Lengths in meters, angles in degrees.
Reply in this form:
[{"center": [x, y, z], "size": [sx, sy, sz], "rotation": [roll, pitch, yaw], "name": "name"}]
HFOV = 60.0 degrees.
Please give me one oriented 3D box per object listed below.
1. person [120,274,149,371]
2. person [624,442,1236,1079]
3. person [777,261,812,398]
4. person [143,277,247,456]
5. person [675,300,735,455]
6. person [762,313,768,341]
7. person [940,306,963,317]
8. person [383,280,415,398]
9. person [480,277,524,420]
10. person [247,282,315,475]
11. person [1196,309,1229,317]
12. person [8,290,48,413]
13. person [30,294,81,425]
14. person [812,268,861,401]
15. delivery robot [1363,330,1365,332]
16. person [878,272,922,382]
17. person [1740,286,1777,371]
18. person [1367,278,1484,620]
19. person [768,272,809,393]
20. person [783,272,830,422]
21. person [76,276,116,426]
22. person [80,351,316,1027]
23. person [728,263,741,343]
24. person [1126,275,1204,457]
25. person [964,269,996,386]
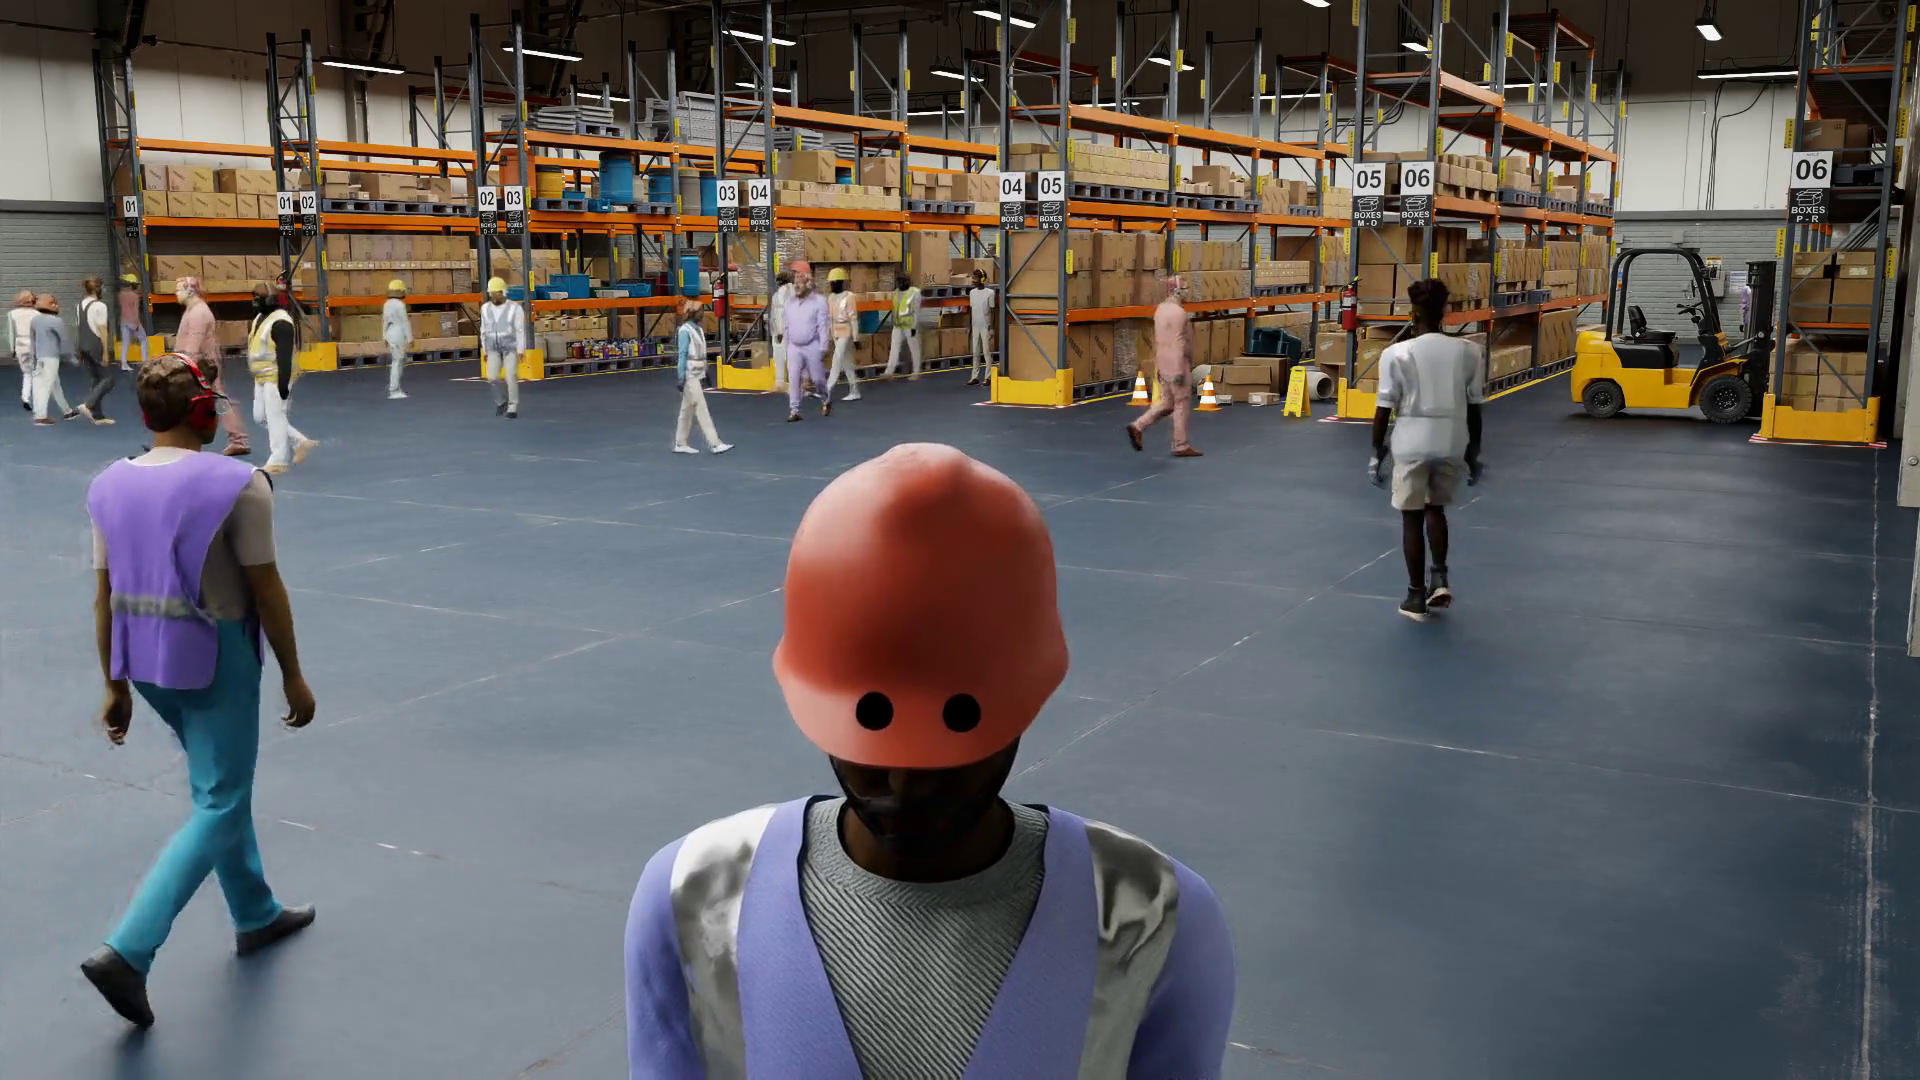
[{"center": [-14.940, -3.935, 30.154], "size": [0.544, 1.740, 0.739], "rotation": [5, 11, 28], "name": "person"}, {"center": [-0.036, 0.870, 1.475], "size": [0.542, 1.929, 0.368], "rotation": [0, 10, 2], "name": "person"}, {"center": [-2.315, -3.078, 24.387], "size": [0.868, 1.994, 0.608], "rotation": [8, 12, 38], "name": "person"}, {"center": [-7.879, -1.761, 17.077], "size": [0.989, 1.853, 0.657], "rotation": [-5, 11, -29], "name": "person"}, {"center": [-2.679, -1.681, 17.350], "size": [0.749, 1.607, 0.544], "rotation": [1, 10, 8], "name": "person"}, {"center": [-3.414, -4.135, 30.965], "size": [0.502, 1.871, 0.581], "rotation": [-8, 13, -40], "name": "person"}, {"center": [-0.168, -4.829, 34.831], "size": [0.627, 1.934, 0.372], "rotation": [6, 11, 31], "name": "person"}, {"center": [-8.217, -2.936, 24.363], "size": [0.502, 1.729, 0.492], "rotation": [9, 13, 43], "name": "person"}, {"center": [-5.789, -2.416, 21.044], "size": [0.614, 1.812, 0.426], "rotation": [1, 10, 6], "name": "person"}, {"center": [-6.488, -1.530, 15.811], "size": [0.532, 1.830, 0.645], "rotation": [-8, 13, -39], "name": "person"}, {"center": [5.099, -4.582, 33.593], "size": [0.607, 1.858, 1.038], "rotation": [8, 12, 39], "name": "person"}, {"center": [-12.286, -2.490, 22.030], "size": [0.537, 1.623, 0.381], "rotation": [0, 10, 0], "name": "person"}, {"center": [-11.219, -2.237, 20.655], "size": [0.517, 1.597, 0.829], "rotation": [4, 11, 25], "name": "person"}, {"center": [-1.792, -2.896, 23.612], "size": [0.938, 1.885, 0.613], "rotation": [-7, 12, -34], "name": "person"}, {"center": [8.963, -4.679, 37.704], "size": [0.707, 0.478, 0.477], "rotation": [0, 10, -3], "name": "delivery robot"}, {"center": [-0.951, -3.494, 27.388], "size": [0.647, 1.794, 0.933], "rotation": [7, 12, 35], "name": "person"}, {"center": [13.811, -3.789, 28.797], "size": [0.590, 1.922, 0.388], "rotation": [1, 10, 9], "name": "person"}, {"center": [2.666, -0.518, 9.533], "size": [0.643, 1.945, 0.449], "rotation": [-1, 10, -8], "name": "person"}, {"center": [-2.636, -3.132, 25.183], "size": [0.649, 1.828, 0.549], "rotation": [9, 13, 43], "name": "person"}, {"center": [-1.930, -2.449, 21.057], "size": [0.648, 1.879, 0.804], "rotation": [3, 10, 16], "name": "person"}, {"center": [-10.535, -2.276, 20.181], "size": [0.525, 1.827, 0.494], "rotation": [5, 11, 25], "name": "person"}, {"center": [-2.171, 0.385, 4.650], "size": [0.566, 1.821, 0.858], "rotation": [4, 10, 22], "name": "person"}, {"center": [-5.449, -5.625, 39.570], "size": [0.544, 1.914, 0.495], "rotation": [5, 11, 25], "name": "person"}, {"center": [2.145, -1.788, 17.164], "size": [0.709, 1.887, 0.650], "rotation": [-2, 10, -9], "name": "person"}, {"center": [0.334, -3.385, 26.593], "size": [0.521, 1.860, 0.334], "rotation": [7, 12, 37], "name": "person"}]
